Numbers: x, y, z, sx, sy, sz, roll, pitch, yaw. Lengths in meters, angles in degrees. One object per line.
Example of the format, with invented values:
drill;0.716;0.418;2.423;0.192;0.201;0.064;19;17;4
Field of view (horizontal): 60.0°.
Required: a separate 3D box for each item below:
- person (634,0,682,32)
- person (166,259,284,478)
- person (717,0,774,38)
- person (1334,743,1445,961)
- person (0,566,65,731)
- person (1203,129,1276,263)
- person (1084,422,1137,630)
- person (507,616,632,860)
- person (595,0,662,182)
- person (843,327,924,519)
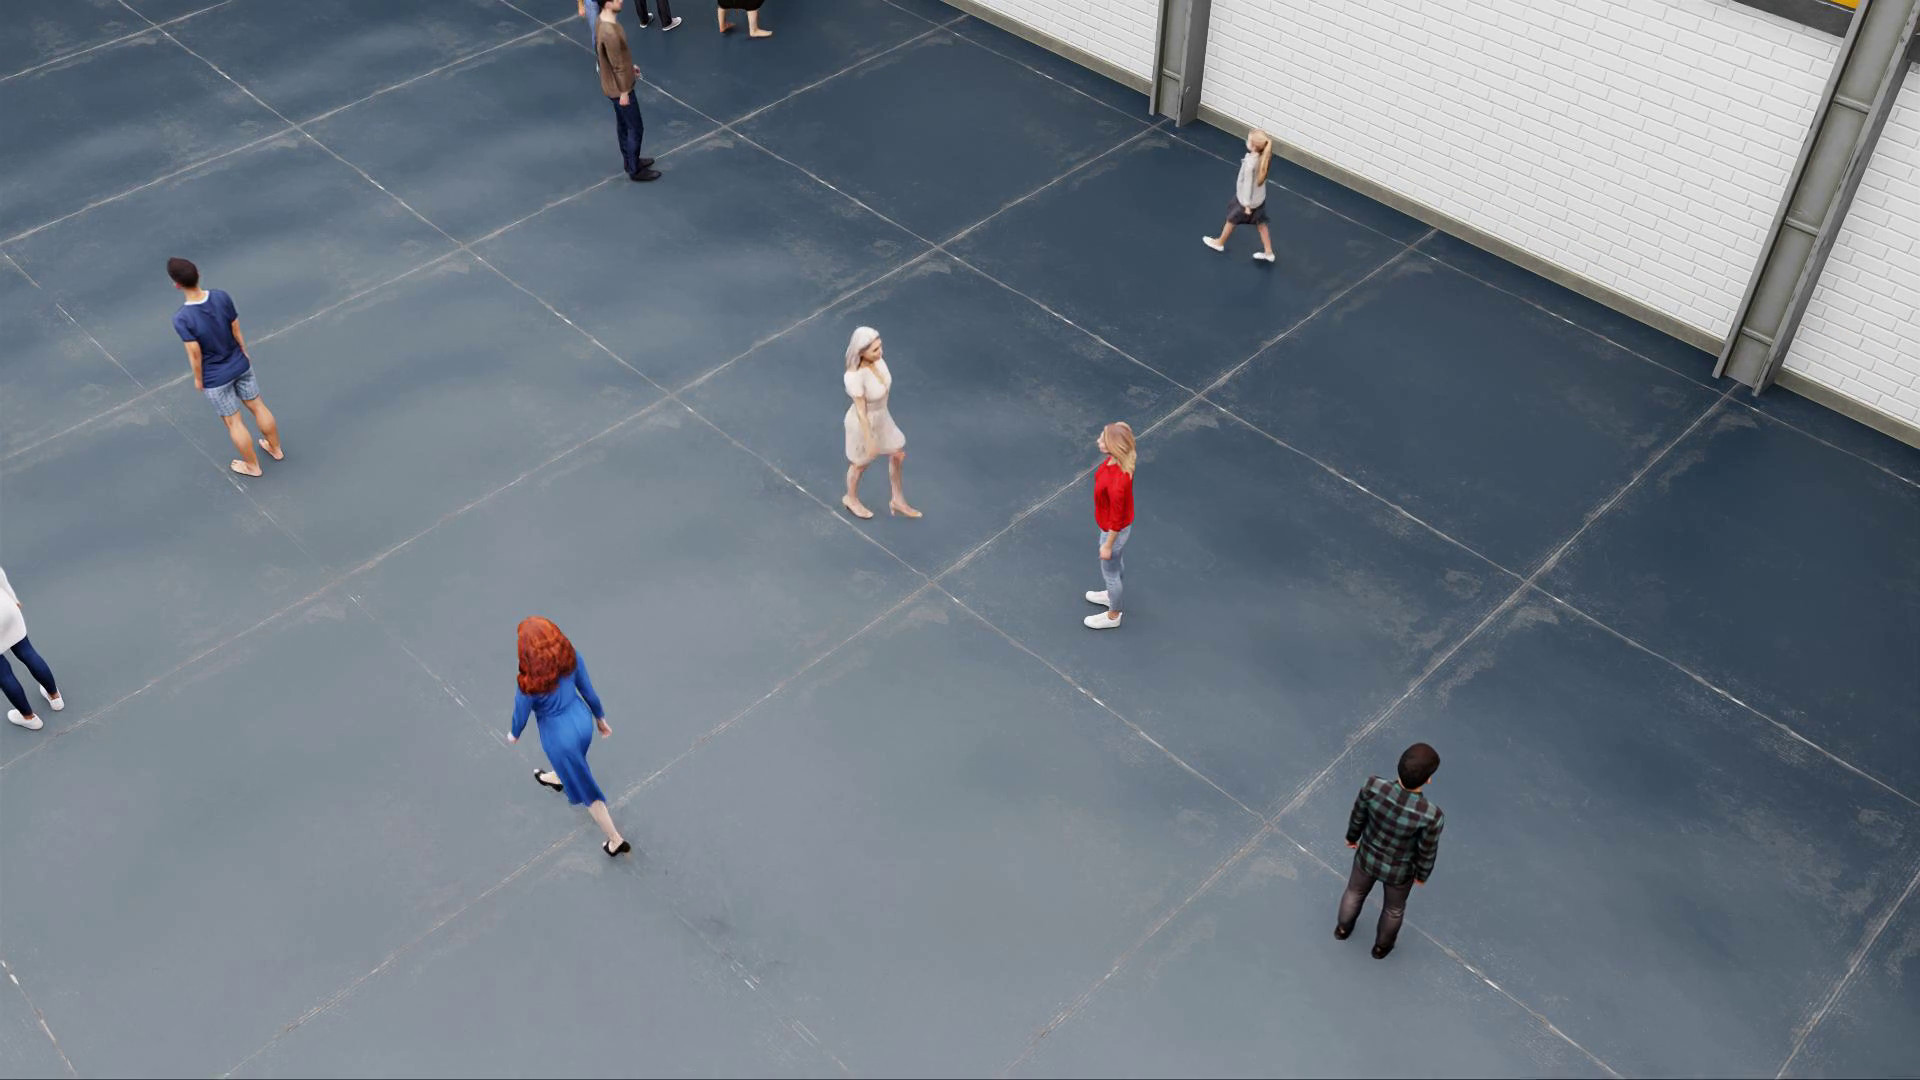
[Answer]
person;-3.285;-6.246;17.359;0.642;1.854;0.805;14;45;14
person;-5.362;-1.255;12.127;0.618;1.843;0.662;25;49;24
person;-2.410;-6.009;17.288;0.658;1.606;0.818;34;53;30
person;2.367;1.725;9.180;0.555;1.707;0.755;25;49;24
person;-6.045;0.496;10.338;0.596;1.776;0.653;24;48;23
person;2.563;-2.943;14.332;0.896;1.246;0.557;29;51;27
person;1.013;-0.094;11.010;0.711;1.704;0.681;4;44;5
person;-2.189;1.225;9.573;1.175;1.774;0.754;26;49;24
person;-3.153;-4.164;15.153;0.836;1.882;0.728;-13;45;-14
person;-0.732;-0.805;11.746;0.934;1.717;0.801;14;45;14
